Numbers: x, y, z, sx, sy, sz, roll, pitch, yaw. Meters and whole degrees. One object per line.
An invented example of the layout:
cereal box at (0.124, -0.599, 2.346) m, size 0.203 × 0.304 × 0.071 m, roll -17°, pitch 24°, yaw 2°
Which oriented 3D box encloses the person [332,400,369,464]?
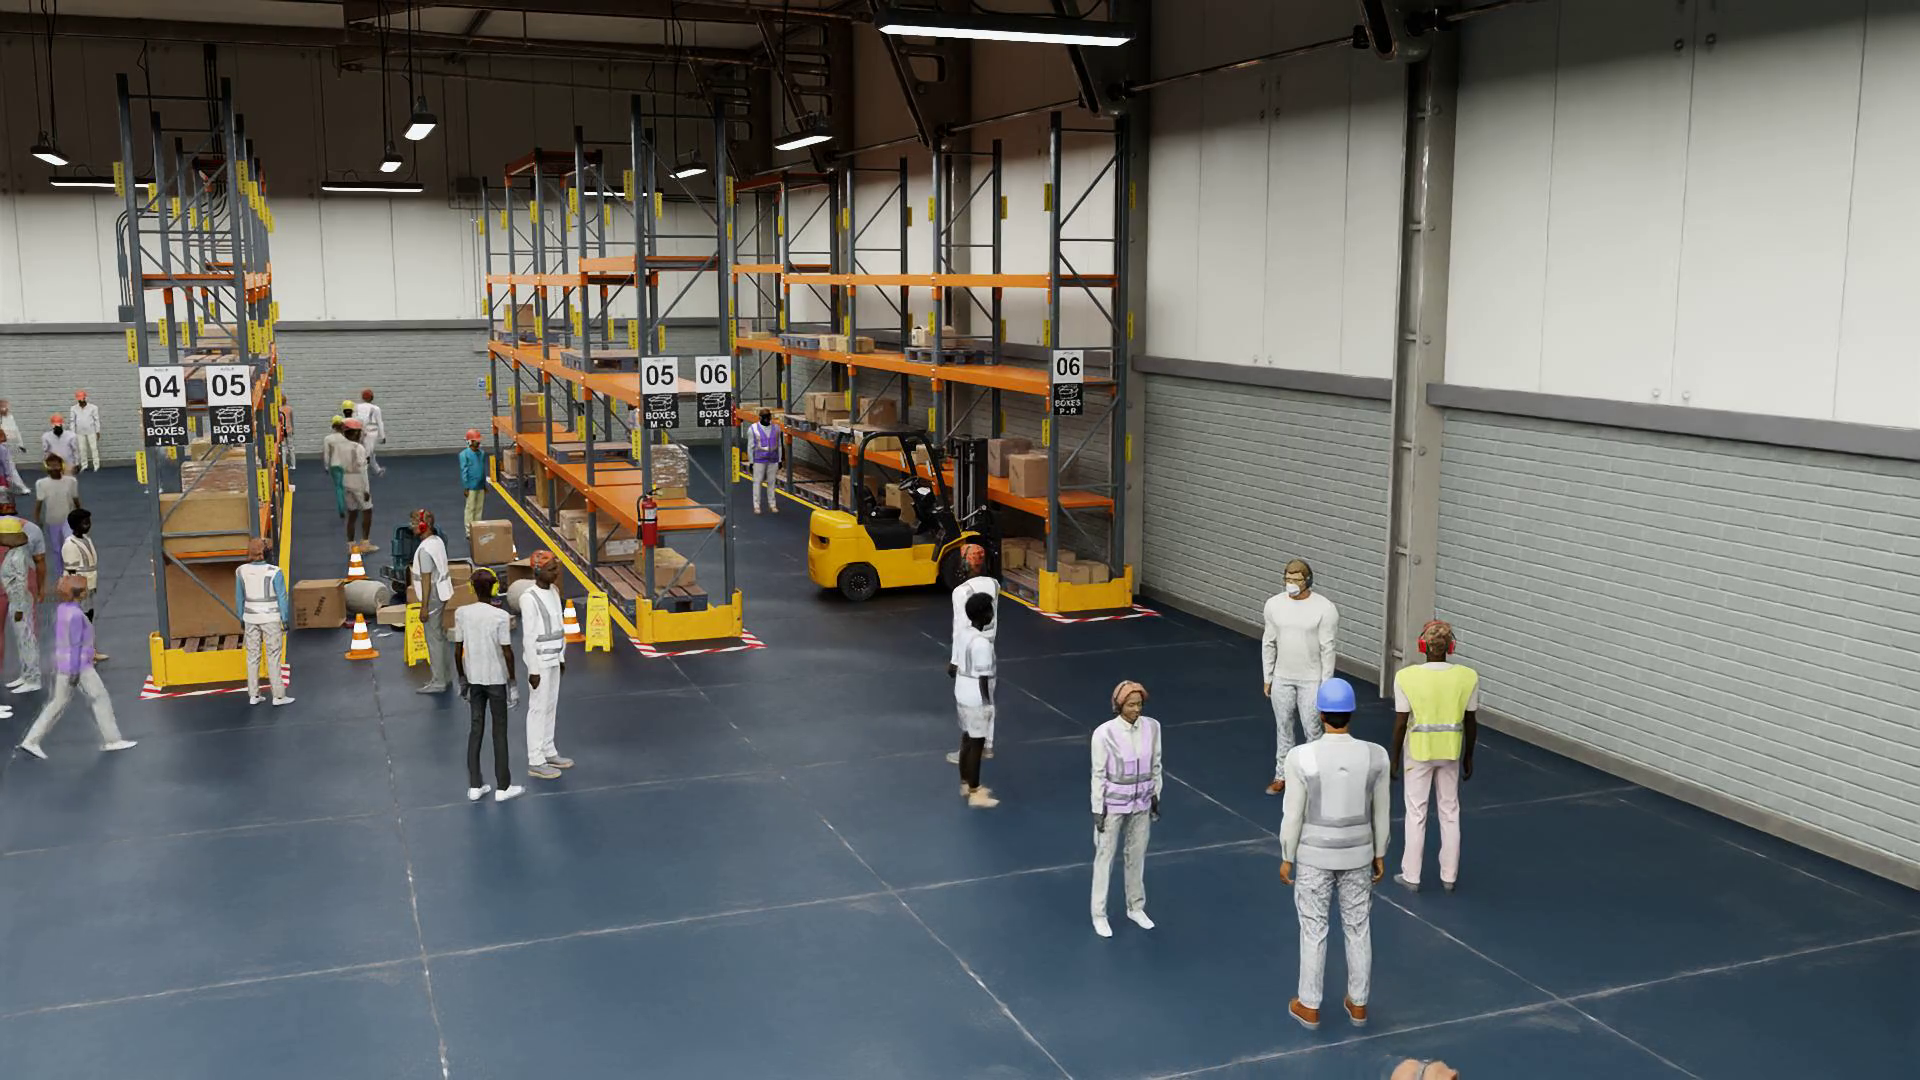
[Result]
person at (-11.000, -1.568, 29.957) m, size 0.612 × 1.893 × 0.871 m, roll -5°, pitch 10°, yaw -28°

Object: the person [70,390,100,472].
person at (-18.392, -2.286, 34.980) m, size 0.575 × 1.741 × 0.355 m, roll -2°, pitch 9°, yaw -11°

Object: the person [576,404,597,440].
person at (-7.171, -1.801, 32.064) m, size 0.532 × 1.697 × 0.319 m, roll 8°, pitch 12°, yaw 41°

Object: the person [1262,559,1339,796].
person at (2.667, 1.096, 13.117) m, size 0.623 × 1.932 × 0.369 m, roll 6°, pitch 11°, yaw 35°

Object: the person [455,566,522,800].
person at (-3.735, 1.135, 13.120) m, size 0.580 × 1.864 × 0.381 m, roll 3°, pitch 9°, yaw 16°

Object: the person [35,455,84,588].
person at (-11.780, -0.218, 21.738) m, size 0.557 × 1.815 × 0.997 m, roll -4°, pitch 10°, yaw -24°

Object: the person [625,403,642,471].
person at (-6.428, -2.002, 32.947) m, size 0.404 × 1.824 × 0.588 m, roll -3°, pitch 10°, yaw -19°

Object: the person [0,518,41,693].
person at (-9.375, 0.644, 16.531) m, size 0.295 × 1.744 × 0.485 m, roll -6°, pitch 11°, yaw -35°

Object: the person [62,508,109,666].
person at (-9.303, 0.500, 17.610) m, size 0.319 × 1.690 × 0.540 m, roll -1°, pitch 9°, yaw -8°

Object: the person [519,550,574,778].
person at (-3.433, 1.012, 13.767) m, size 0.339 × 1.882 × 0.584 m, roll 1°, pitch 9°, yaw 8°

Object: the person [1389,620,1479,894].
person at (3.159, 1.453, 11.107) m, size 0.570 × 1.844 × 0.377 m, roll -1°, pitch 9°, yaw -3°

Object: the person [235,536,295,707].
person at (-6.685, 0.785, 15.965) m, size 0.523 × 1.638 × 0.311 m, roll 2°, pitch 9°, yaw 10°

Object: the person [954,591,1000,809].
person at (0.126, 1.236, 12.954) m, size 0.319 × 1.695 × 0.539 m, roll -2°, pitch 9°, yaw -12°

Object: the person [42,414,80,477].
person at (-15.667, -1.335, 29.004) m, size 0.579 × 1.738 × 0.375 m, roll -4°, pitch 10°, yaw -24°

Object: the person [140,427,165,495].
person at (-15.239, -1.657, 31.428) m, size 0.503 × 1.602 × 0.725 m, roll -2°, pitch 9°, yaw -12°

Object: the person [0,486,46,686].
person at (-9.634, 0.448, 16.830) m, size 0.685 × 2.000 × 0.535 m, roll -7°, pitch 11°, yaw -36°

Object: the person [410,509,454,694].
person at (-5.224, 0.605, 16.497) m, size 0.389 × 1.837 × 0.560 m, roll -1°, pitch 9°, yaw -9°

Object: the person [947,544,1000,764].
person at (0.110, 0.962, 14.090) m, size 0.352 × 1.883 × 0.576 m, roll 6°, pitch 11°, yaw 35°

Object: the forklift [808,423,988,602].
forklift at (-0.830, -0.399, 21.676) m, size 2.313 × 2.155 × 1.214 m, roll -4°, pitch 10°, yaw -21°

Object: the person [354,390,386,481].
person at (-11.915, -2.120, 33.635) m, size 0.600 × 1.826 × 1.006 m, roll 2°, pitch 9°, yaw 14°

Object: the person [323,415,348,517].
person at (-10.630, -1.279, 28.561) m, size 0.554 × 1.750 × 0.489 m, roll -3°, pitch 10°, yaw -19°

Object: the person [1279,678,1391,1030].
person at (2.049, 1.717, 9.136) m, size 0.615 × 1.943 × 0.403 m, roll -1°, pitch 9°, yaw -6°

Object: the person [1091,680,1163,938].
person at (1.036, 1.672, 10.420) m, size 0.521 × 1.633 × 0.321 m, roll -5°, pitch 10°, yaw -27°

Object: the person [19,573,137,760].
person at (-7.629, 1.078, 14.247) m, size 0.850 × 1.599 × 0.506 m, roll -8°, pitch 12°, yaw -42°

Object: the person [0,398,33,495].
person at (-17.974, -1.747, 31.287) m, size 1.016 × 1.842 × 0.751 m, roll 1°, pitch 9°, yaw 4°

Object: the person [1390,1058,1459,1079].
person at (1.440, 2.460, 5.444) m, size 0.420 × 1.632 × 0.529 m, roll 4°, pitch 10°, yaw 23°

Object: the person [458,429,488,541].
person at (-7.556, -0.857, 25.939) m, size 0.329 × 1.751 × 0.568 m, roll 3°, pitch 10°, yaw 19°

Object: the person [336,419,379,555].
person at (-8.994, -0.787, 24.716) m, size 0.652 × 2.006 × 0.496 m, roll 5°, pitch 10°, yaw 30°

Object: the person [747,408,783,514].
person at (-3.374, -1.371, 28.904) m, size 0.630 × 1.842 × 0.429 m, roll -4°, pitch 10°, yaw -26°

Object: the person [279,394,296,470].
person at (-14.311, -2.269, 35.185) m, size 0.314 × 1.640 × 0.516 m, roll 5°, pitch 10°, yaw 30°

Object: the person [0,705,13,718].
person at (-9.124, 0.735, 15.557) m, size 0.335 × 1.873 × 0.519 m, roll -5°, pitch 10°, yaw -28°
